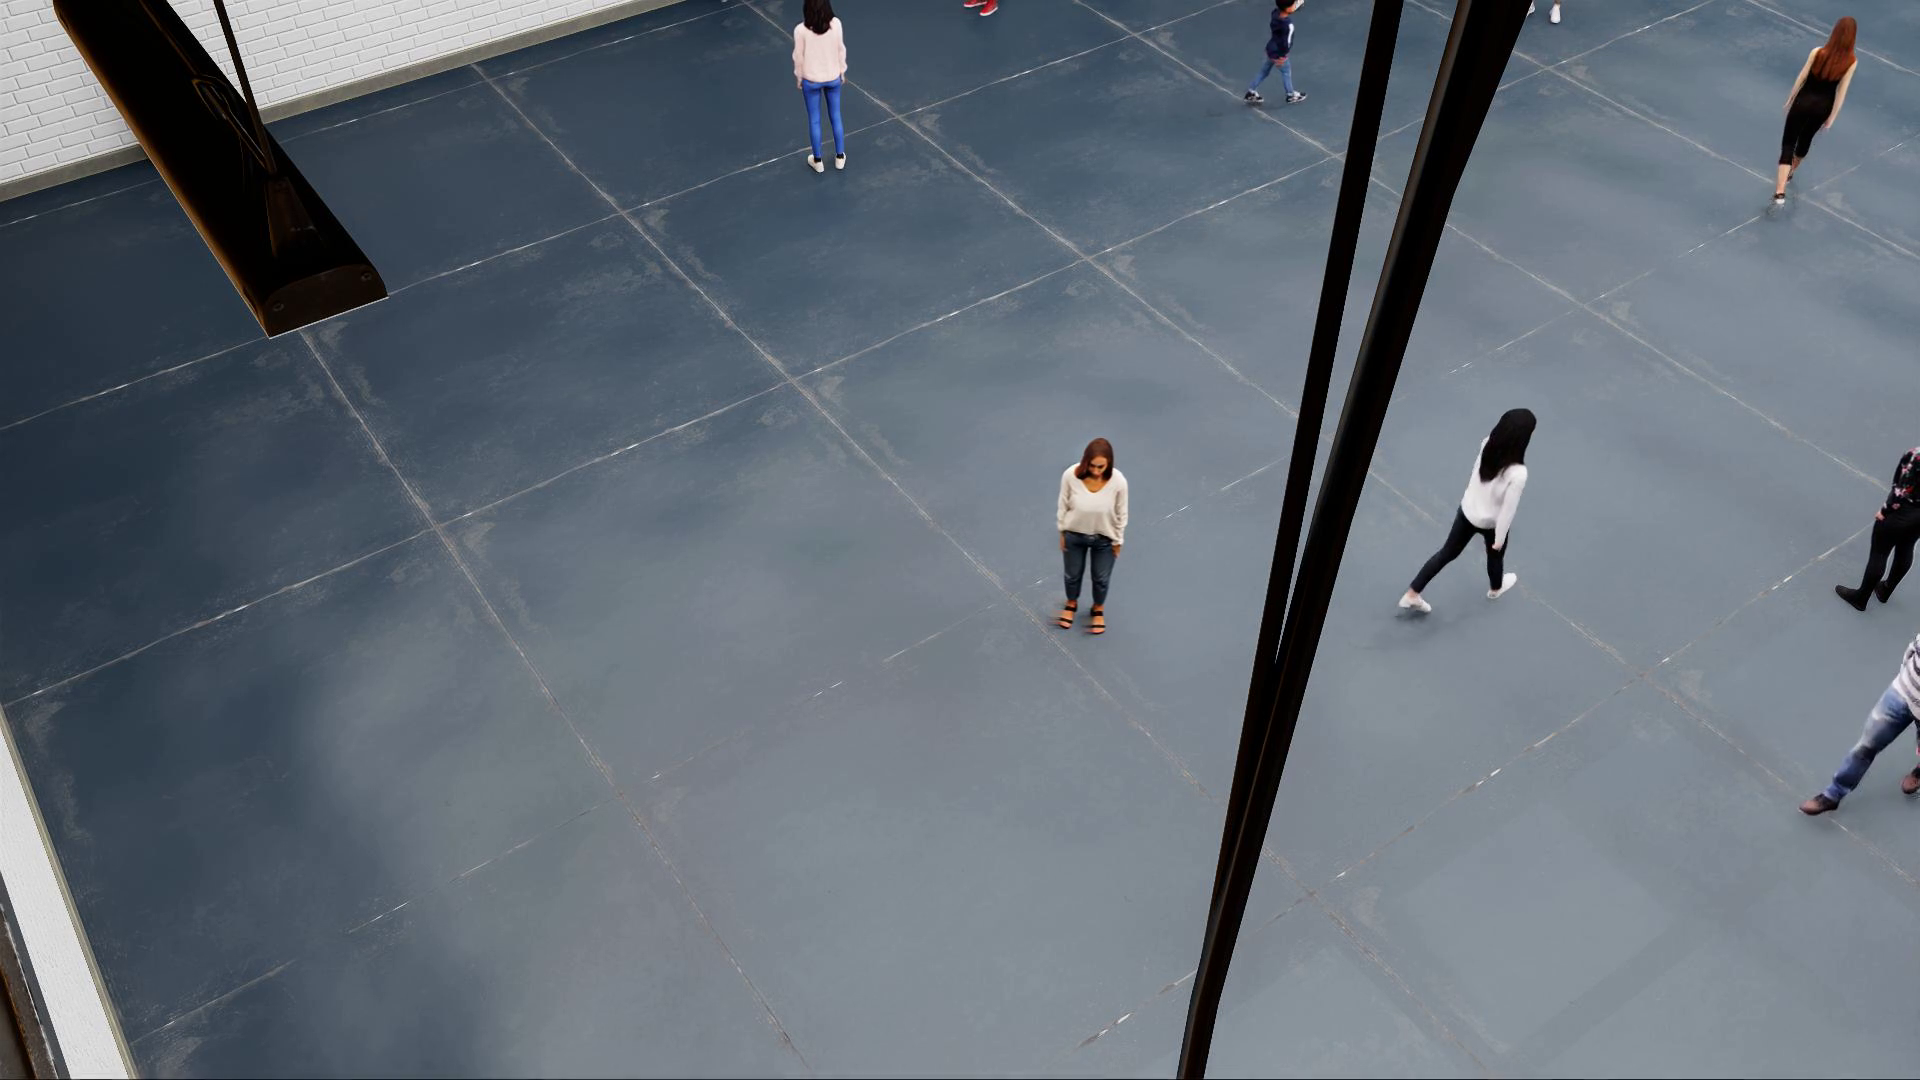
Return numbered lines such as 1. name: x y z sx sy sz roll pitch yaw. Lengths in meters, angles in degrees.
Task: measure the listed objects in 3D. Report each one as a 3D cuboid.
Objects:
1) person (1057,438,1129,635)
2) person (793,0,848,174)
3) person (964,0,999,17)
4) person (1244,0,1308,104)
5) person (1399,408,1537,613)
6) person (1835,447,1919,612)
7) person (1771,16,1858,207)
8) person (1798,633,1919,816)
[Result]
1. person: 0.850 -0.045 10.804 0.696 1.672 0.748 9 44 9
2. person: -1.253 -4.165 15.059 0.610 1.770 0.770 -10 45 -11
3. person: 0.257 -6.357 17.429 0.525 1.674 0.610 -30 51 -28
4. person: 3.025 -4.750 16.093 0.905 1.190 0.693 -11 45 -11
5. person: 3.343 -0.127 10.900 1.173 1.659 0.789 -14 45 -14
6. person: 6.274 -0.212 10.972 0.537 1.683 0.693 -13 45 -13
7. person: 7.489 -3.749 14.679 0.997 1.692 1.185 14 45 14
8. person: 5.687 0.940 9.685 1.276 1.791 0.829 -17 46 -17
